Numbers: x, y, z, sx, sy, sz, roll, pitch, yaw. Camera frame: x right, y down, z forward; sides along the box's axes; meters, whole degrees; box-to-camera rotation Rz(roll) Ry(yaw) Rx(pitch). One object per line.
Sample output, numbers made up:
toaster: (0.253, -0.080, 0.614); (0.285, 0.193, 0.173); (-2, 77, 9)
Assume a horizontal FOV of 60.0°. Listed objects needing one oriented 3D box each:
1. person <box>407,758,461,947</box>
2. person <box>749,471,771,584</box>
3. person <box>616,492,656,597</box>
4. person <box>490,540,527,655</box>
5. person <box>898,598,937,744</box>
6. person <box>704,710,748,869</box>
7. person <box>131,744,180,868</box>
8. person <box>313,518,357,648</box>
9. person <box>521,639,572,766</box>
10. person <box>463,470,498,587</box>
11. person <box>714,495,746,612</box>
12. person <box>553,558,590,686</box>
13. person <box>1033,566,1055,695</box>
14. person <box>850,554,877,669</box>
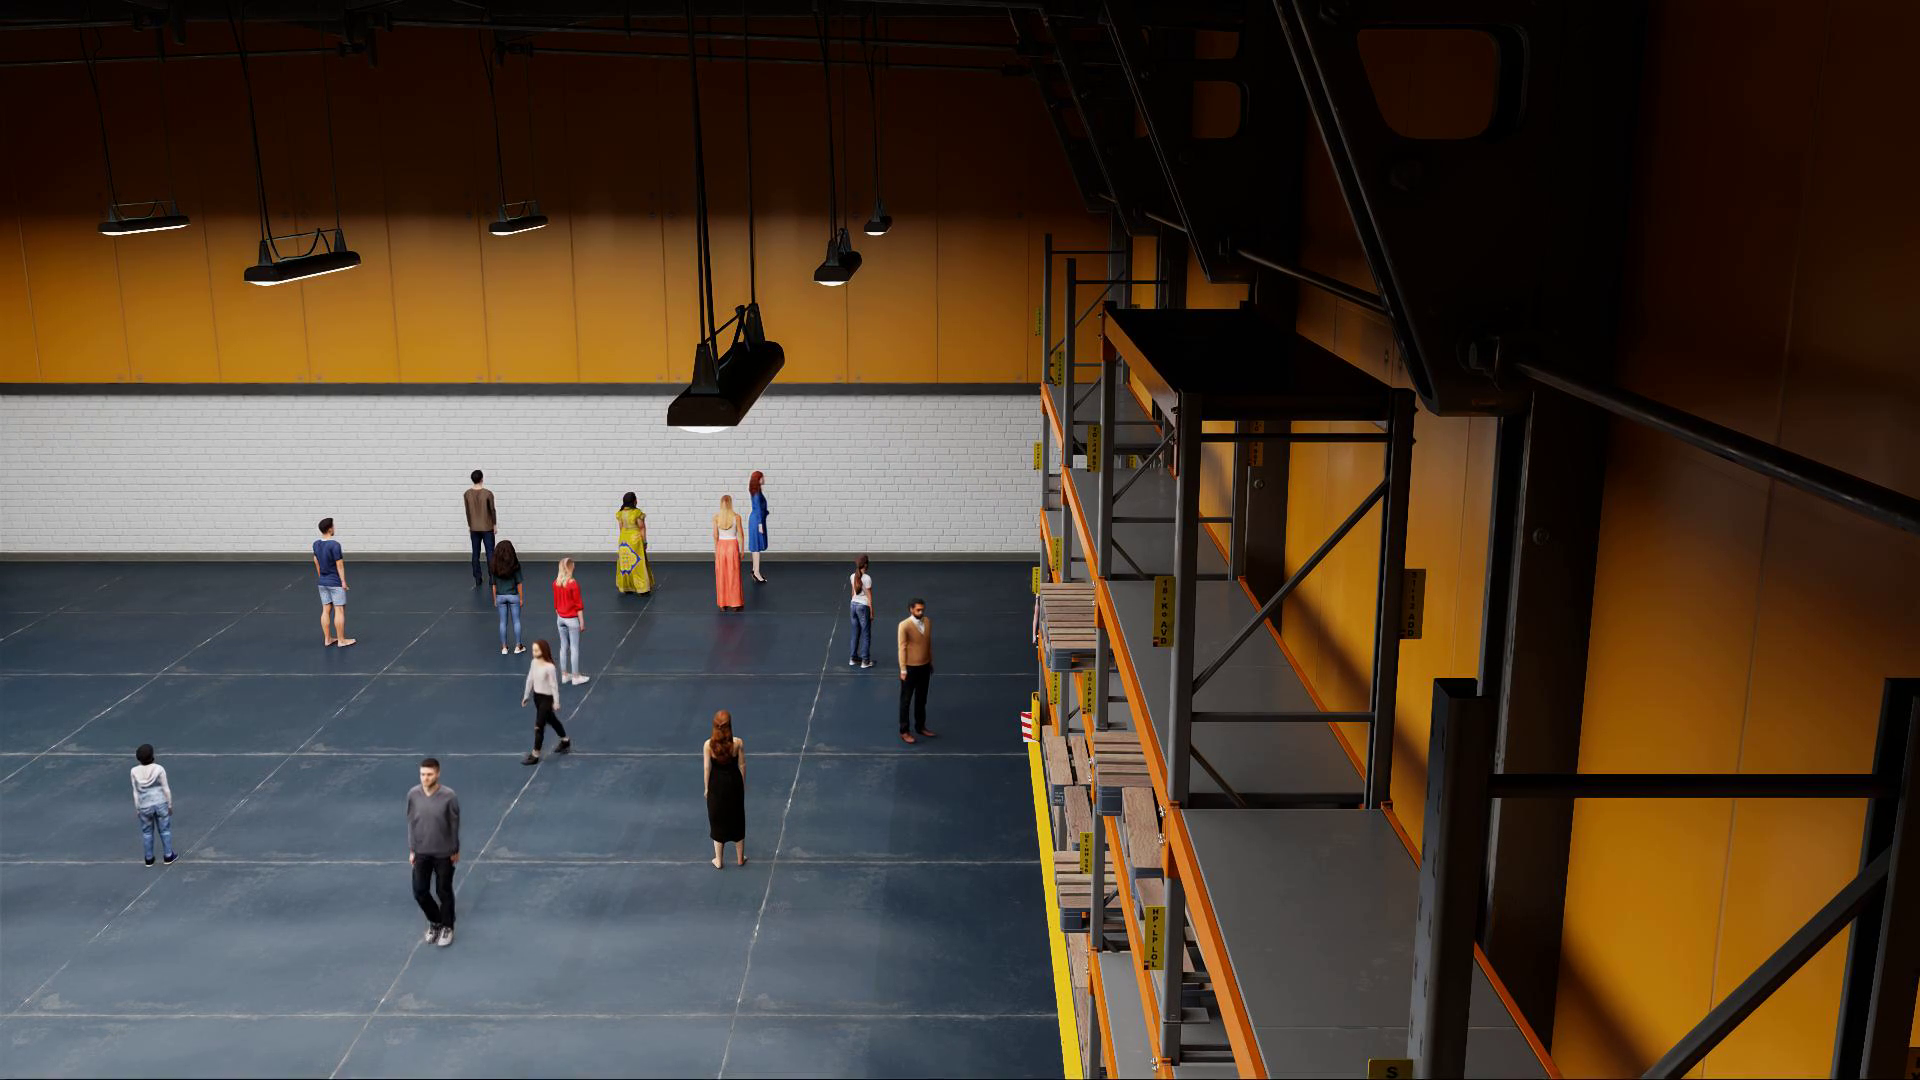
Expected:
person: (-4.674, 2.757, 14.879); (0.635, 1.750, 0.587); (0, 14, -2)
person: (-3.284, -0.223, 27.022); (0.722, 1.827, 0.569); (-3, 14, -11)
person: (-5.166, 0.047, 26.260); (0.968, 1.660, 0.941); (5, 15, 21)
person: (-6.330, 0.792, 23.280); (0.598, 1.616, 0.590); (-1, 14, -3)
person: (-0.538, 1.530, 19.944); (0.753, 1.751, 0.804); (-12, 18, -41)
person: (-2.316, 2.451, 16.411); (0.623, 1.625, 0.632); (-3, 14, -13)
person: (-8.010, 2.619, 16.489); (0.529, 1.261, 0.556); (-4, 14, -15)
person: (-8.923, 0.596, 23.595); (0.690, 1.849, 0.675); (5, 15, 20)
person: (-4.770, 1.842, 19.301); (0.931, 1.448, 1.045); (11, 17, 37)
person: (-7.719, -0.208, 26.829); (0.650, 1.888, 0.569); (1, 14, 2)
person: (-3.536, 0.192, 25.362); (0.645, 1.803, 0.605); (2, 14, 7)
person: (-5.164, 1.065, 21.962); (0.686, 1.705, 0.675); (7, 15, 28)
person: (1.167, 1.174, 21.437); (0.677, 1.742, 0.705); (9, 16, 34)
person: (-1.351, 0.950, 22.744); (0.617, 1.561, 0.664); (11, 17, 37)
